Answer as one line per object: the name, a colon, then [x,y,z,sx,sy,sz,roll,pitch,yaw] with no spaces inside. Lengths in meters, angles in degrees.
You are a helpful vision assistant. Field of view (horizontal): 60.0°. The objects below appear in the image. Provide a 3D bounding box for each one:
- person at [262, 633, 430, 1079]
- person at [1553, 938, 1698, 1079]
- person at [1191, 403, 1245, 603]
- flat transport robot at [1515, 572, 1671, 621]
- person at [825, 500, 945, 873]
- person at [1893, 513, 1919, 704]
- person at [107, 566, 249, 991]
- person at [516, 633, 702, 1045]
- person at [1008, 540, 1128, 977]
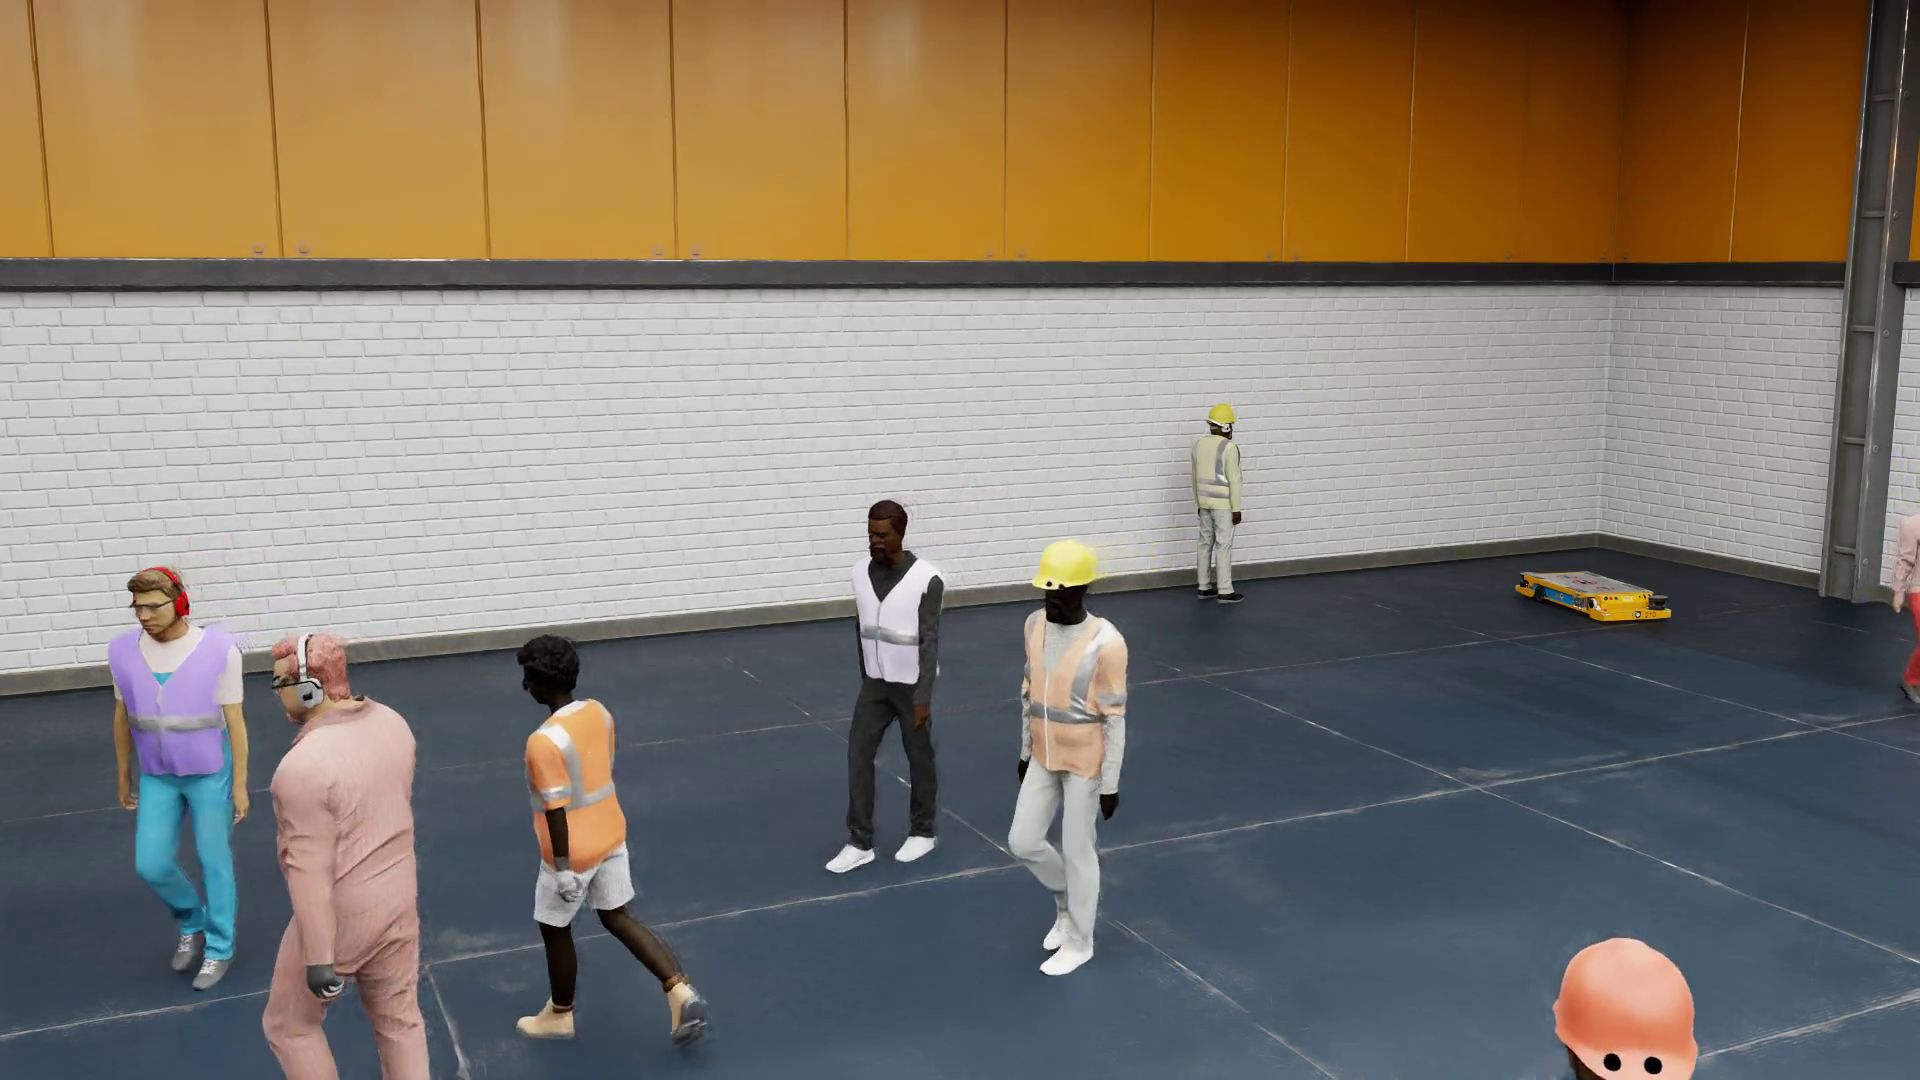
person: [-2.050,1.222,5.489,0.608,1.880,0.671,3,10,18]
person: [1.149,1.620,3.054,0.552,1.881,1.012,1,9,9]
person: [2.392,-0.340,15.318,0.403,1.835,0.587,-6,11,-33]
flat transport robot: [5.691,0.489,15.010,0.652,0.197,1.431,-2,9,-12]
person: [-0.374,0.747,8.386,0.599,1.888,0.802,6,11,33]
person: [6.684,0.348,11.397,0.525,1.723,0.894,0,9,2]
person: [-3.279,0.997,7.047,0.608,1.823,0.439,0,9,-1]
person: [-1.385,1.182,6.418,0.765,1.661,0.540,3,10,18]
person: [0.447,0.937,7.143,0.414,1.910,0.624,-8,12,-40]
